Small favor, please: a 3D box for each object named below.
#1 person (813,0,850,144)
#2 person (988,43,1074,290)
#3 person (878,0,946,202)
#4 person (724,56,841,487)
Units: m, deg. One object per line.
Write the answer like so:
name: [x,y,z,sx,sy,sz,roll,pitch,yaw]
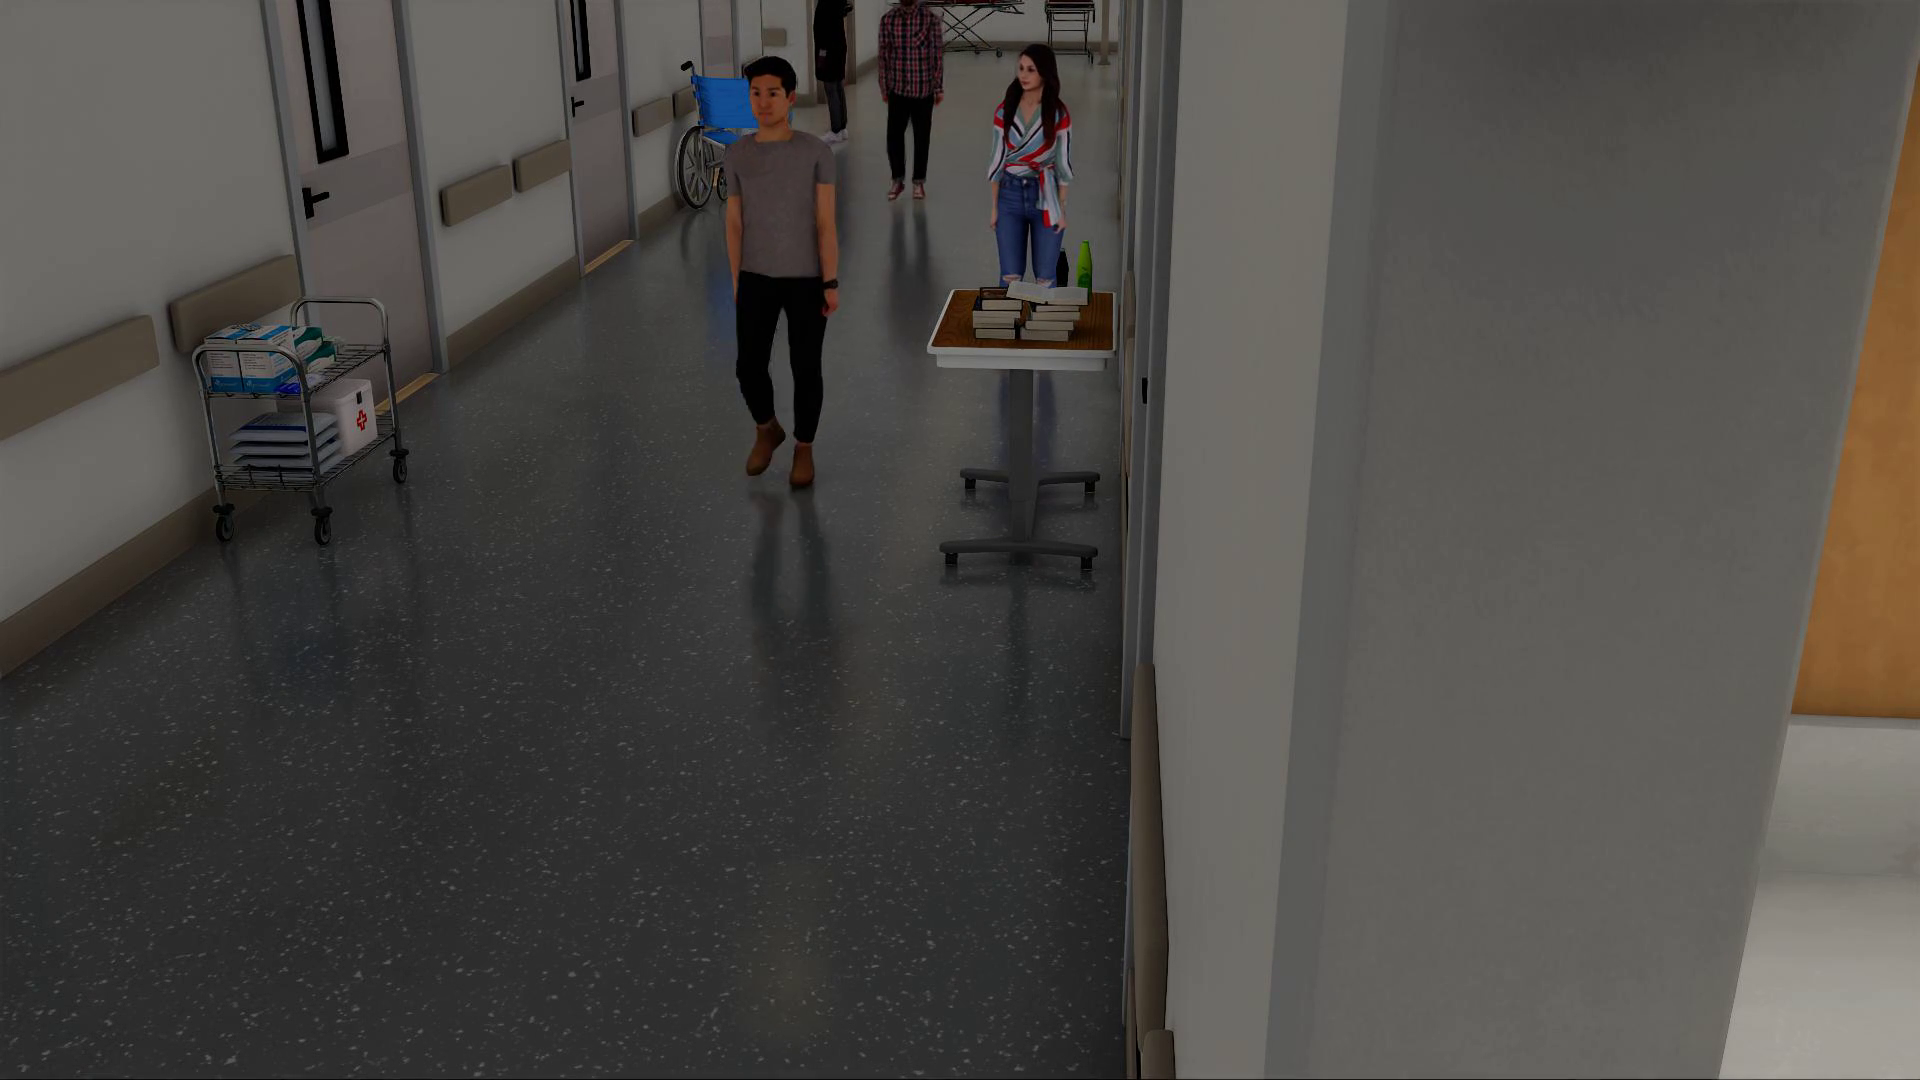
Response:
person: [-1.289,-4.955,16.881,0.742,1.760,0.549,6,21,14]
person: [0.364,-1.723,8.557,0.623,1.612,0.563,6,22,15]
person: [-0.382,-3.663,13.488,0.698,1.748,0.649,1,21,3]
person: [-0.686,-1.079,6.716,0.609,1.711,0.587,1,21,4]
